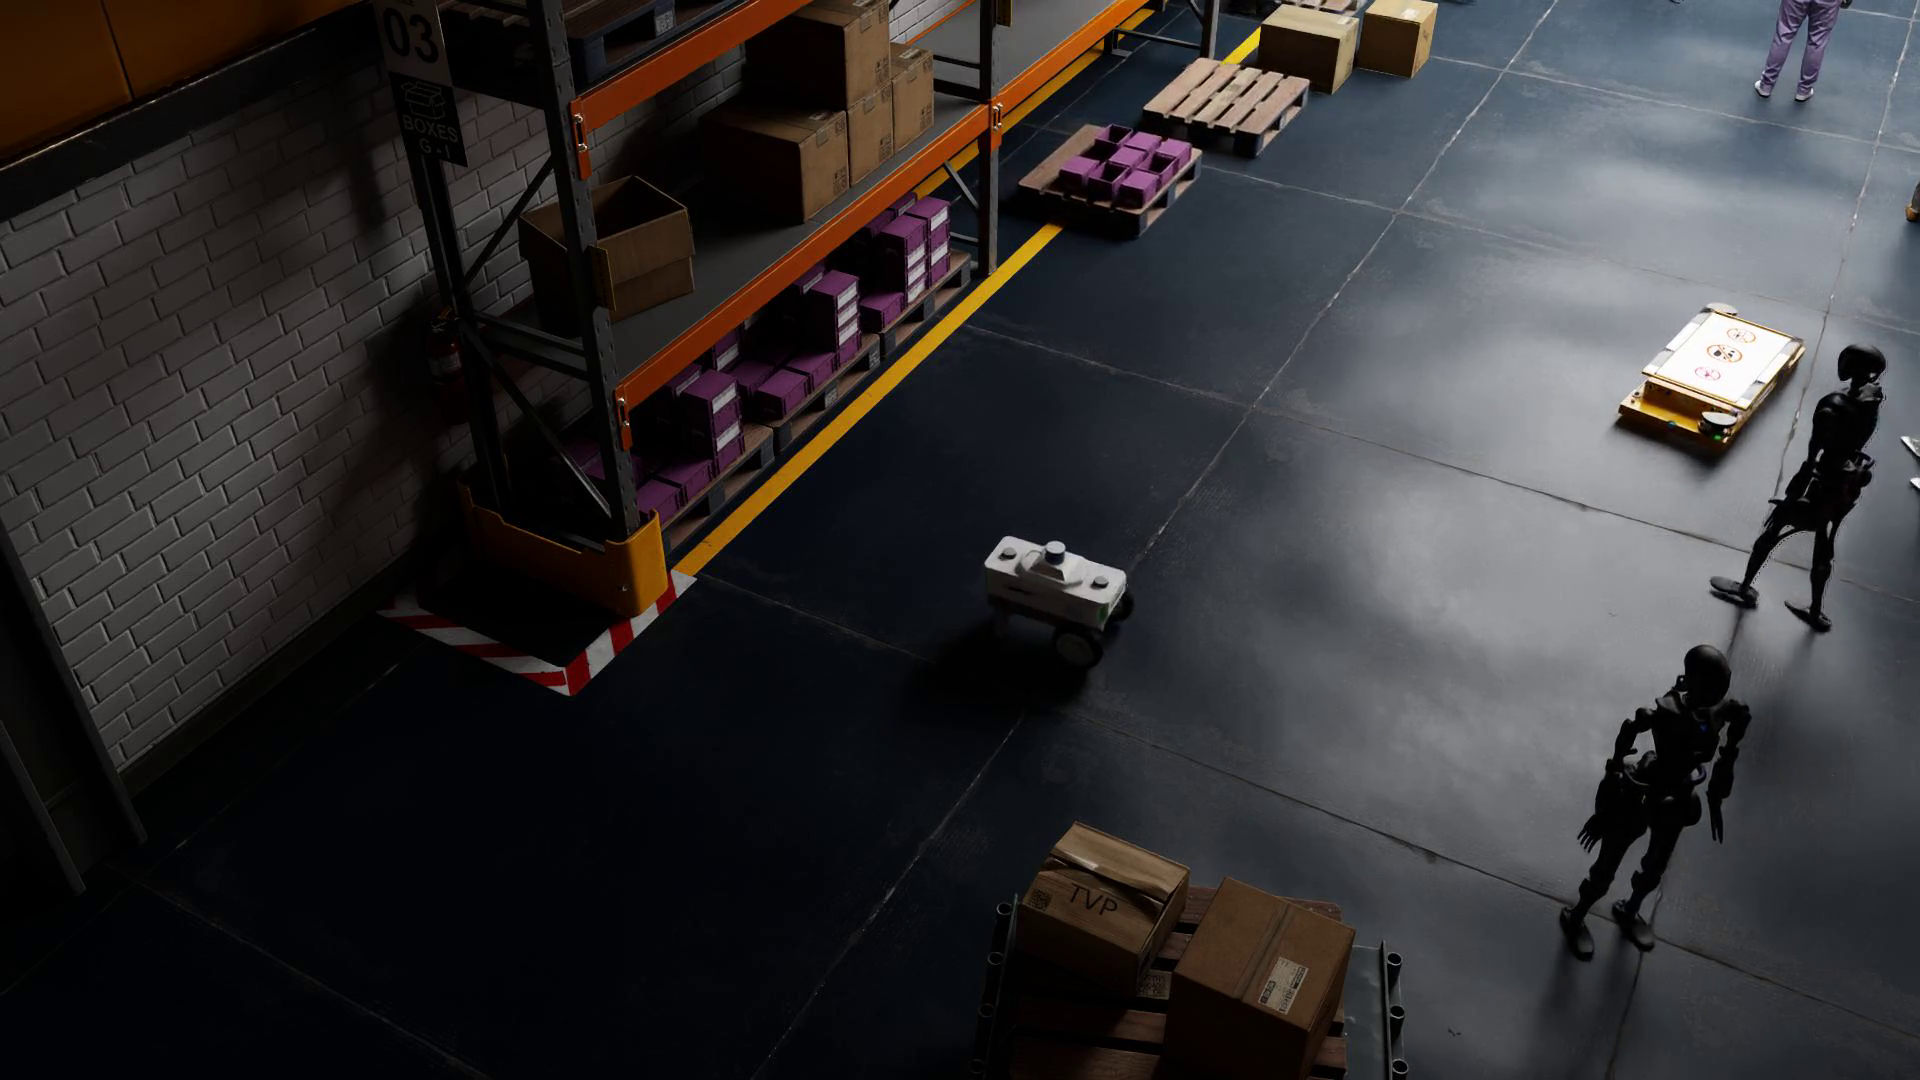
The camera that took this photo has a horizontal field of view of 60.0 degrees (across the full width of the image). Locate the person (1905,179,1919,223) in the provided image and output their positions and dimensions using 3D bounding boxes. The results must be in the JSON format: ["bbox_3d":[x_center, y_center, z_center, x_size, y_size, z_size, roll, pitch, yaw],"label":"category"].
[{"bbox_3d":[7.252,-3.116,11.818,0.582,1.890,0.361,23,44,26],"label":"person"}]

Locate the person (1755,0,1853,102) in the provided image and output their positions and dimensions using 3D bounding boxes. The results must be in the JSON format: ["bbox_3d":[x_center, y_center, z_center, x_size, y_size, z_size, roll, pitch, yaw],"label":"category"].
[{"bbox_3d":[6.988,-4.528,13.571,0.641,1.907,0.414,14,41,17],"label":"person"}]

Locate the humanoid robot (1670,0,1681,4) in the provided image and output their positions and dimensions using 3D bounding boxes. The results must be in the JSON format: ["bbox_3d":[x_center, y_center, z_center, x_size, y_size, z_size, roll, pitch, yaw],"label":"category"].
[{"bbox_3d":[6.741,-5.824,15.372,0.599,1.653,0.418,-4,39,-5],"label":"humanoid robot"}]

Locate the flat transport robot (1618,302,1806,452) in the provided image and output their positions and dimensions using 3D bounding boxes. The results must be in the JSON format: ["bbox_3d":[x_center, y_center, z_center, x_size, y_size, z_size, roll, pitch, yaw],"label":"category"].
[{"bbox_3d":[4.791,-1.054,10.537,0.659,0.231,1.431,28,46,30],"label":"flat transport robot"}]

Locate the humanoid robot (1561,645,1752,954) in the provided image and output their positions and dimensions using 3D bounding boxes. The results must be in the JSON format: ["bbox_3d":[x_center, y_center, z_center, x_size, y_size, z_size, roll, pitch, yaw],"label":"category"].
[{"bbox_3d":[2.835,1.065,6.756,0.594,1.651,0.321,-6,39,-7],"label":"humanoid robot"}]

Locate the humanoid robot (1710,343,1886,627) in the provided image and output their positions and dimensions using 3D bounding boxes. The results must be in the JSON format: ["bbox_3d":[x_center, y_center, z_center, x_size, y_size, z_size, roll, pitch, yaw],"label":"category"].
[{"bbox_3d":[4.365,-0.296,8.471,0.589,1.635,0.614,-26,45,-28],"label":"humanoid robot"}]

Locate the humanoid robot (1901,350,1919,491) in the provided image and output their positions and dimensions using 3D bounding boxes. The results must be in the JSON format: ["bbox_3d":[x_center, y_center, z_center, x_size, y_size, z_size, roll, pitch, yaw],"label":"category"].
[{"bbox_3d":[5.758,-0.993,9.308,0.570,1.786,0.900,1,39,1],"label":"humanoid robot"}]

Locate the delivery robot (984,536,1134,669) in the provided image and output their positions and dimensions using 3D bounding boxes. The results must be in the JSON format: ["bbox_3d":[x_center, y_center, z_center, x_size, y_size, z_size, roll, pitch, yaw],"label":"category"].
[{"bbox_3d":[0.518,0.286,8.647,0.783,0.612,0.502,18,42,21],"label":"delivery robot"}]
